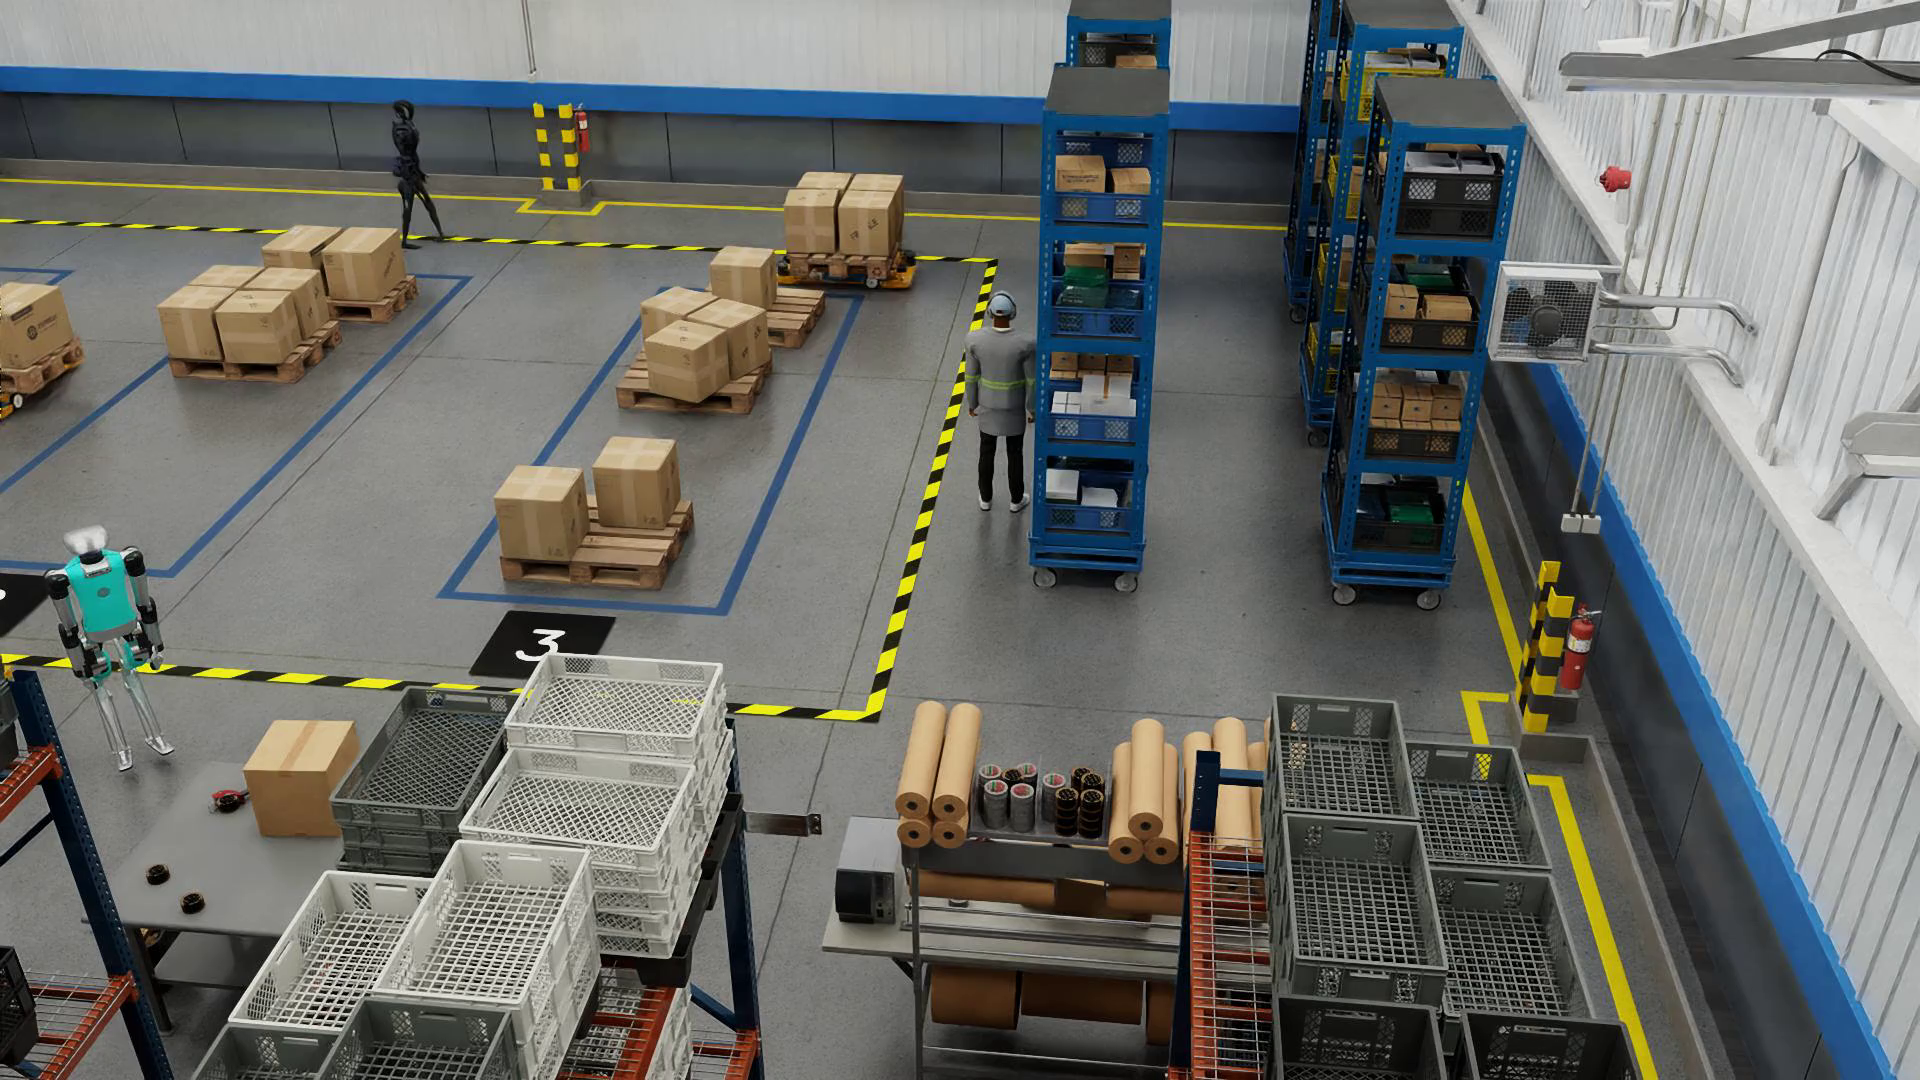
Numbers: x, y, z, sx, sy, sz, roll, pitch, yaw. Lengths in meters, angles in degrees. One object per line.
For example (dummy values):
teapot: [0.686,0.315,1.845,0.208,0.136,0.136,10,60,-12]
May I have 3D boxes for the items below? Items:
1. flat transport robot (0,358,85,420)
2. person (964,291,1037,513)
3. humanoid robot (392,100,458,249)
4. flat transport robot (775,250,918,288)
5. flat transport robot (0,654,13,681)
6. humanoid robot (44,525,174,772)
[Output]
flat transport robot: [-8.707,-1.461,15.156,0.652,0.197,1.431,3,30,6]
person: [0.331,-1.072,12.940,0.589,1.852,0.365,5,31,9]
humanoid robot: [-5.939,-3.976,18.120,0.650,1.631,0.613,-2,30,-3]
flat transport robot: [-1.203,-2.909,17.642,1.431,0.197,0.652,3,30,6]
flat transport robot: [-7.142,0.969,11.010,1.431,0.231,0.659,3,30,6]
humanoid robot: [-5.162,0.581,10.078,0.533,1.681,0.735,-22,37,-32]
